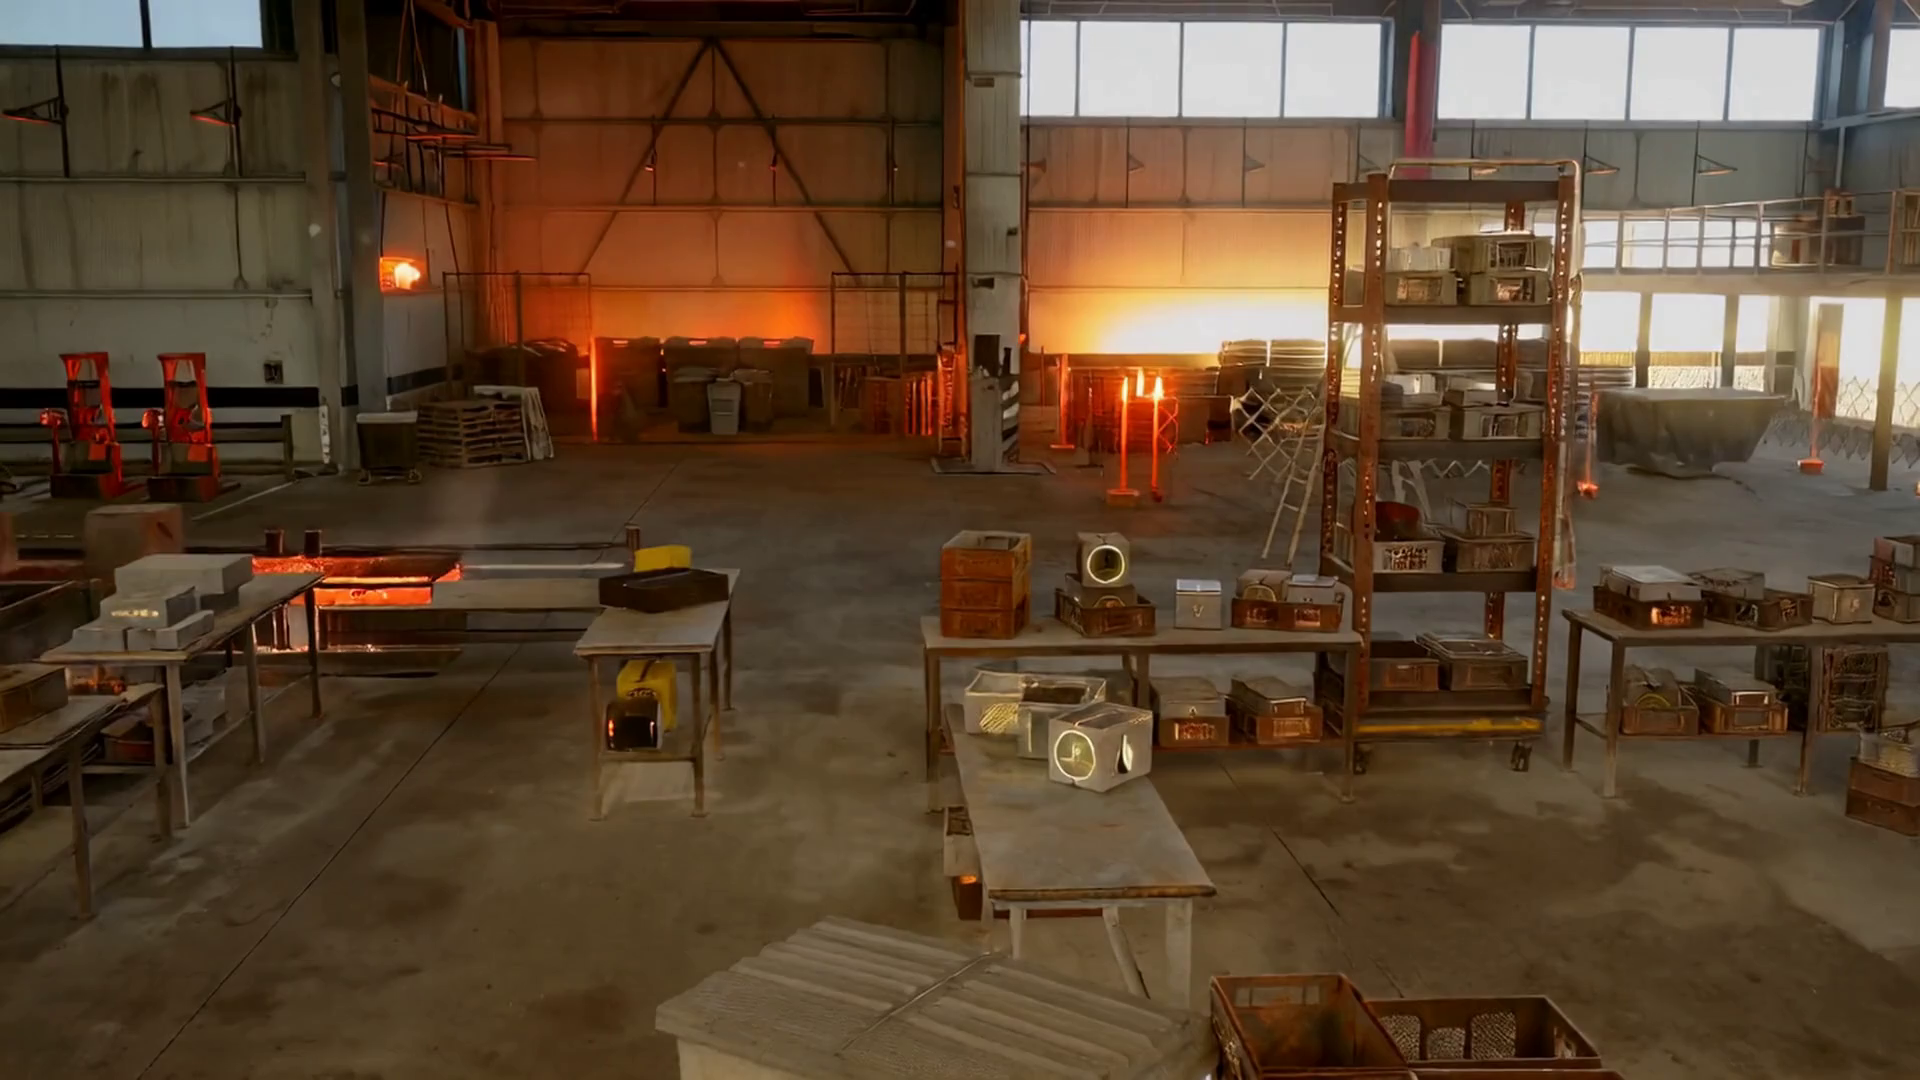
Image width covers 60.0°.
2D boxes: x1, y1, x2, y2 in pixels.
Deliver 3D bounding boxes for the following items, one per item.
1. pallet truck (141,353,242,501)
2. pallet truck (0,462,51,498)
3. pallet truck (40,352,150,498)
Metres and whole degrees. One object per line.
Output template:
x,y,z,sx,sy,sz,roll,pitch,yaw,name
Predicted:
-10.520,-1.604,22.925,0.823,1.965,1.885,-1,9,-6,pallet truck
-13.193,-1.293,23.148,0.653,1.274,1.630,-1,9,-4,pallet truck
-11.907,-1.642,23.165,0.823,1.965,1.885,0,9,0,pallet truck
